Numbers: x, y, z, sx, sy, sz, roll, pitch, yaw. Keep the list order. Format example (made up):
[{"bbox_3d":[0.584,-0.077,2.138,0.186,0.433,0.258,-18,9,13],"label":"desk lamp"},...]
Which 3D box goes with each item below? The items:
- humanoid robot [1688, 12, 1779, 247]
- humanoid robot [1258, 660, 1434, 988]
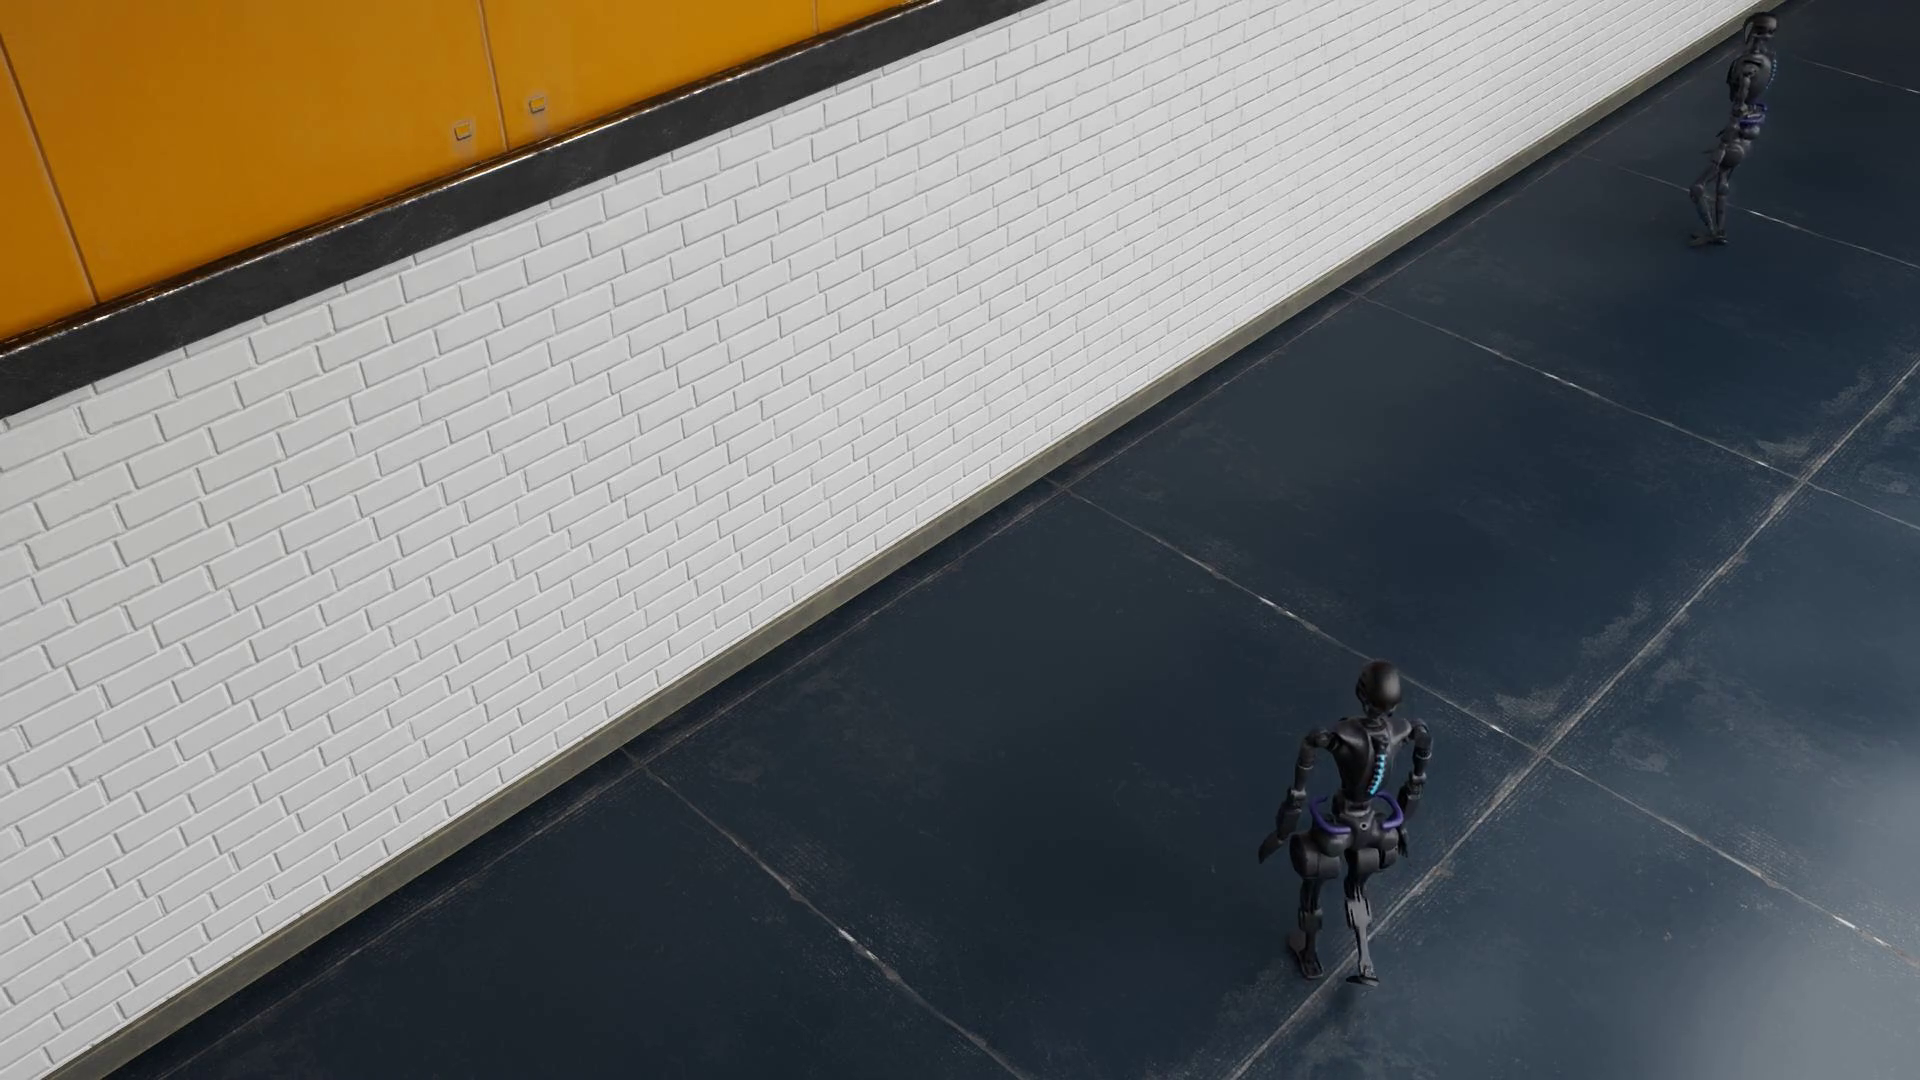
[{"bbox_3d":[5.231,-2.743,11.214,0.346,1.642,0.595,19,42,22],"label":"humanoid robot"},{"bbox_3d":[1.481,1.162,6.348,0.601,1.643,0.473,-6,39,-8],"label":"humanoid robot"}]
